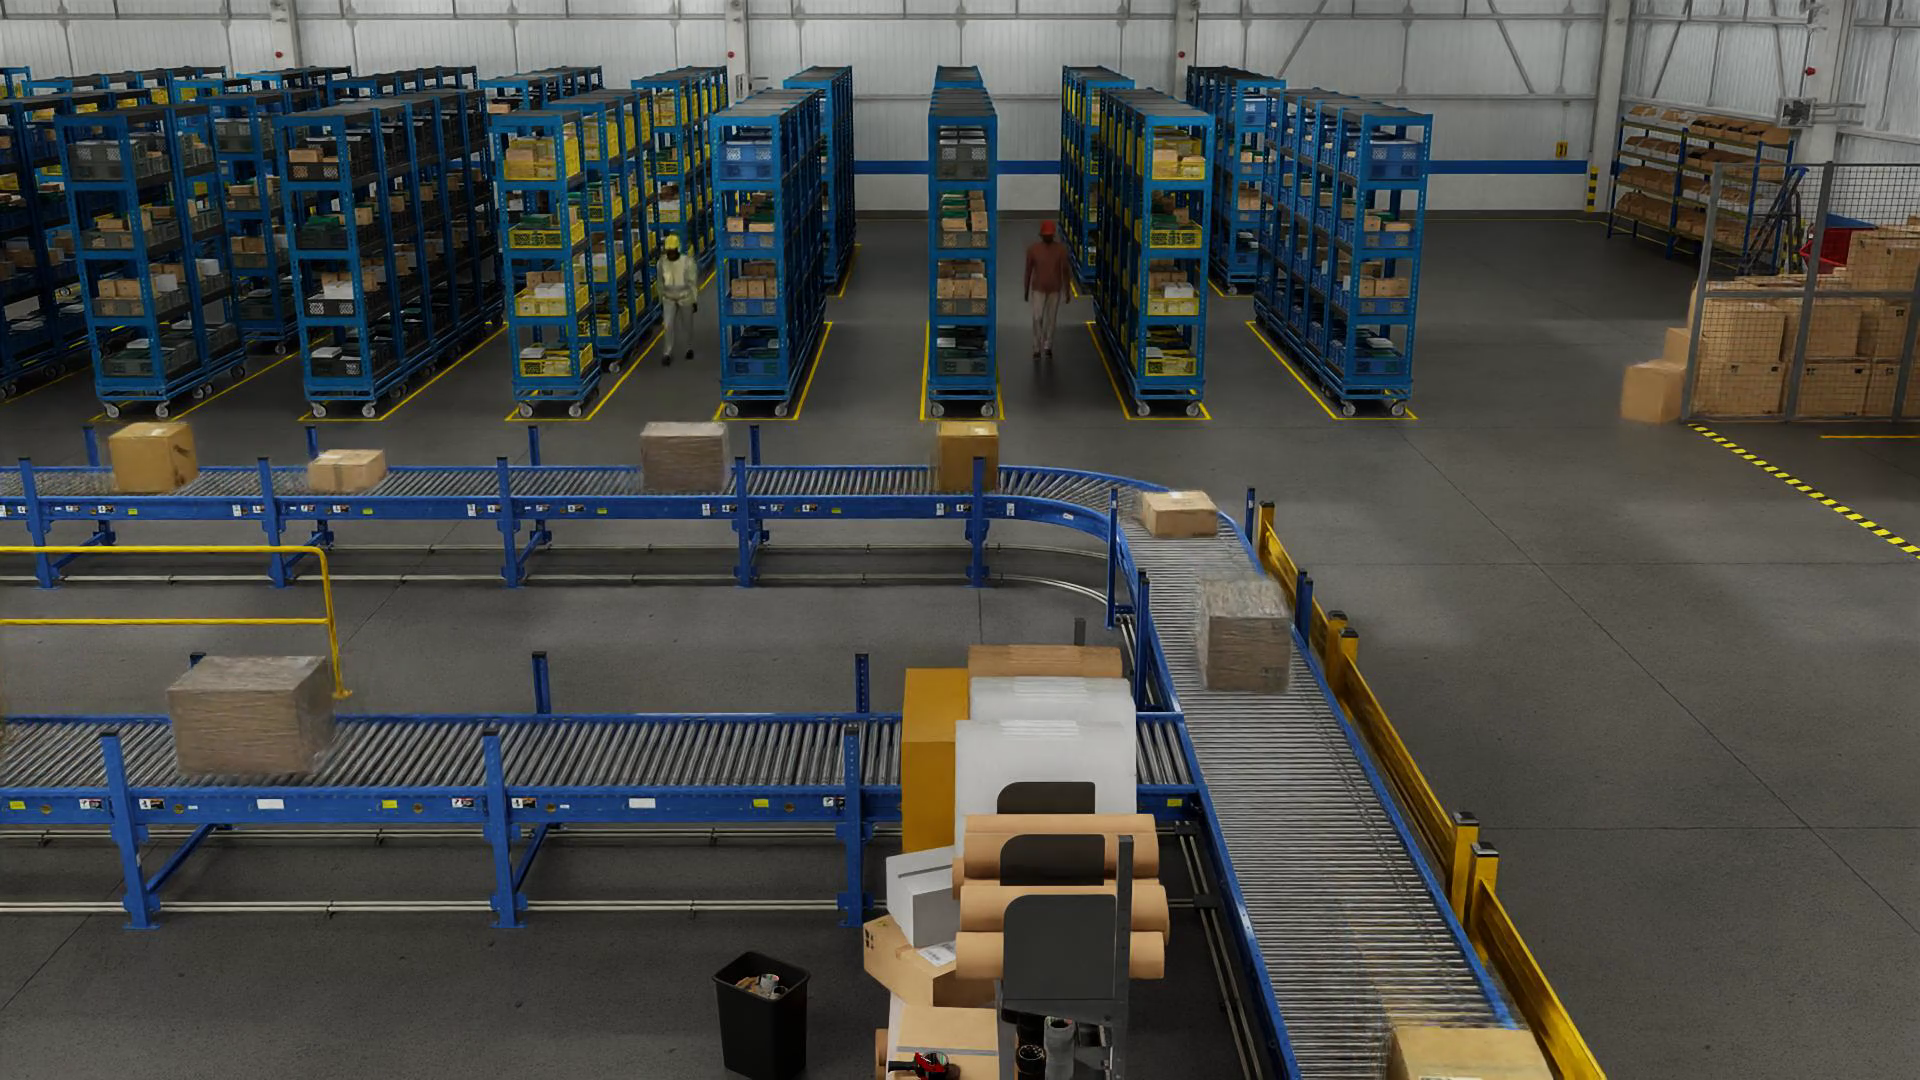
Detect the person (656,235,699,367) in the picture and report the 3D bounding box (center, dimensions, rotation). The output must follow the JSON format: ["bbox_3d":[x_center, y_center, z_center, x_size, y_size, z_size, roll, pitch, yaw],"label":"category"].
[{"bbox_3d":[-3.896,-3.313,22.969,0.606,1.781,0.948,1,18,2],"label":"person"}]

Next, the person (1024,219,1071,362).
[{"bbox_3d":[1.227,-3.463,23.135,0.644,1.952,0.887,-1,18,-3],"label":"person"}]

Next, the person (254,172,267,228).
[{"bbox_3d":[-14.118,-6.825,33.671,0.382,1.845,0.571,-4,18,-11],"label":"person"}]
